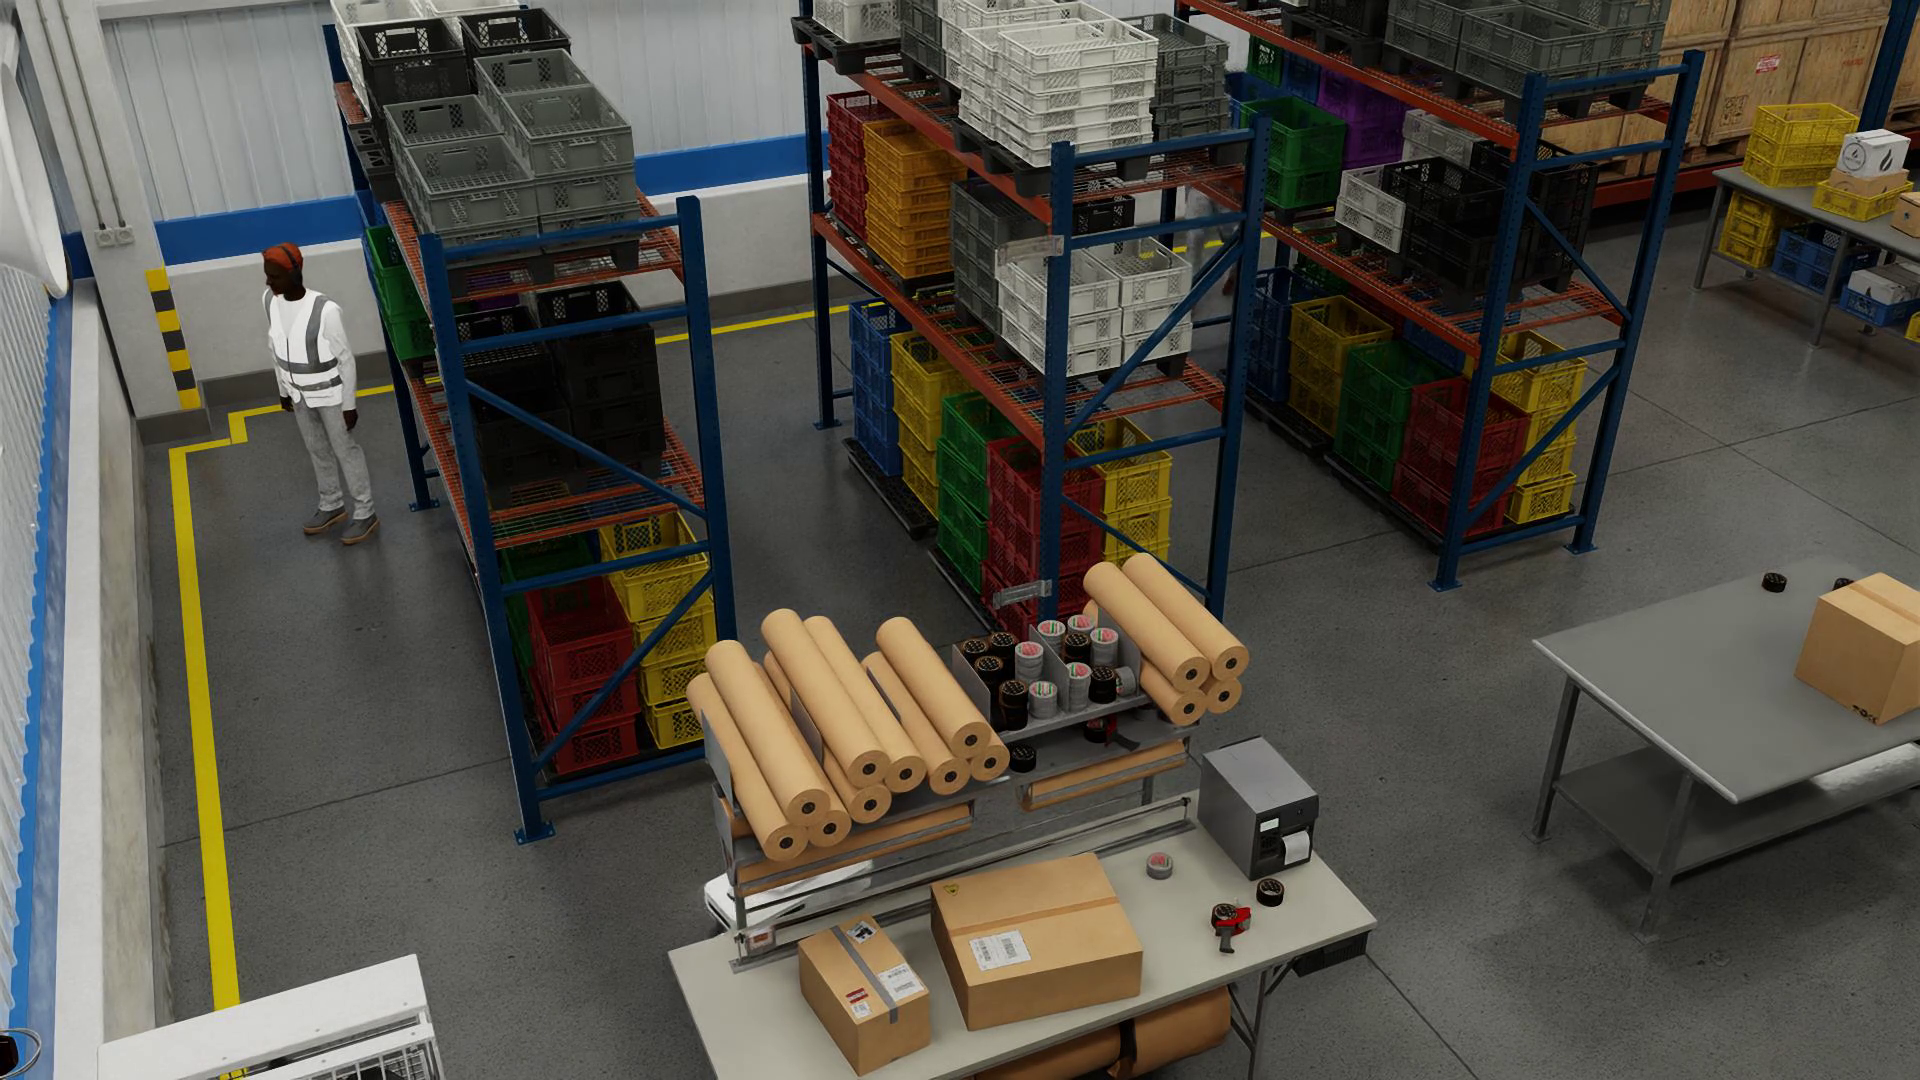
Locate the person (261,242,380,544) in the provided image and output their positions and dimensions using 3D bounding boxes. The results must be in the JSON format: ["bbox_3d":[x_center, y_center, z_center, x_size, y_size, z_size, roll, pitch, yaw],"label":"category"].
[{"bbox_3d":[-3.797,-0.861,9.816,0.583,1.882,0.338,14,34,22],"label":"person"}]

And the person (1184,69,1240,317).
[{"bbox_3d":[1.980,-2.685,12.762,0.628,1.908,0.975,15,35,22],"label":"person"}]

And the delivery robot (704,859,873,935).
[{"bbox_3d":[-0.734,1.491,7.168,0.707,0.478,0.477,-22,38,-31],"label":"delivery robot"}]
